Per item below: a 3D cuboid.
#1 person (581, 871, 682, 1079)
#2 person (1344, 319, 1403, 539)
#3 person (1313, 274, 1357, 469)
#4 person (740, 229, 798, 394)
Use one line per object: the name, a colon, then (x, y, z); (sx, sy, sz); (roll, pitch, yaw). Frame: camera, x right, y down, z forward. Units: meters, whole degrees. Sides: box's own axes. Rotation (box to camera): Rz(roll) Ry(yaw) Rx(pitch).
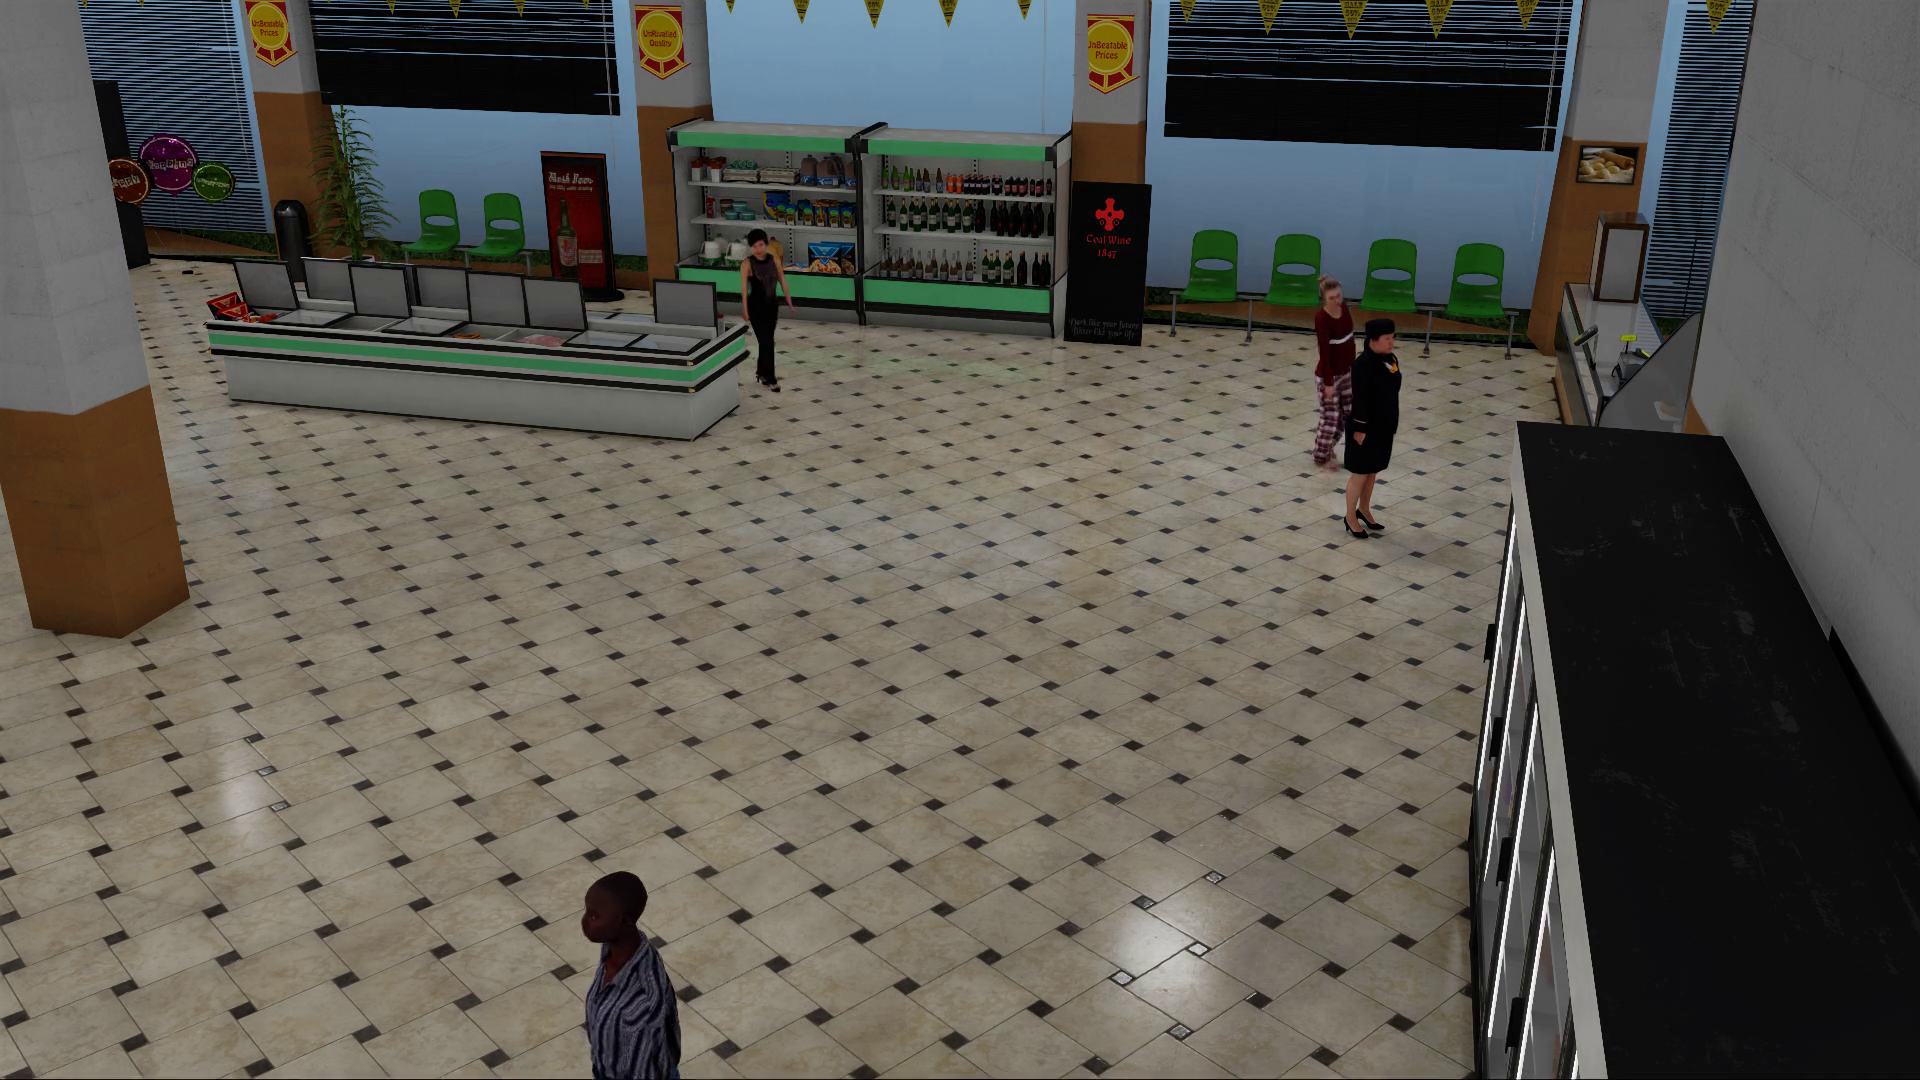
person: (-0.976, 1.889, 5.602); (1.200, 1.757, 1.129); (-12, 25, -27)
person: (3.097, -0.850, 12.535); (0.798, 1.671, 0.802); (19, 29, 39)
person: (3.120, -1.404, 13.905); (0.821, 1.678, 0.809); (14, 26, 32)
person: (-1.955, -2.242, 16.124); (0.887, 1.577, 0.811); (20, 29, 40)
